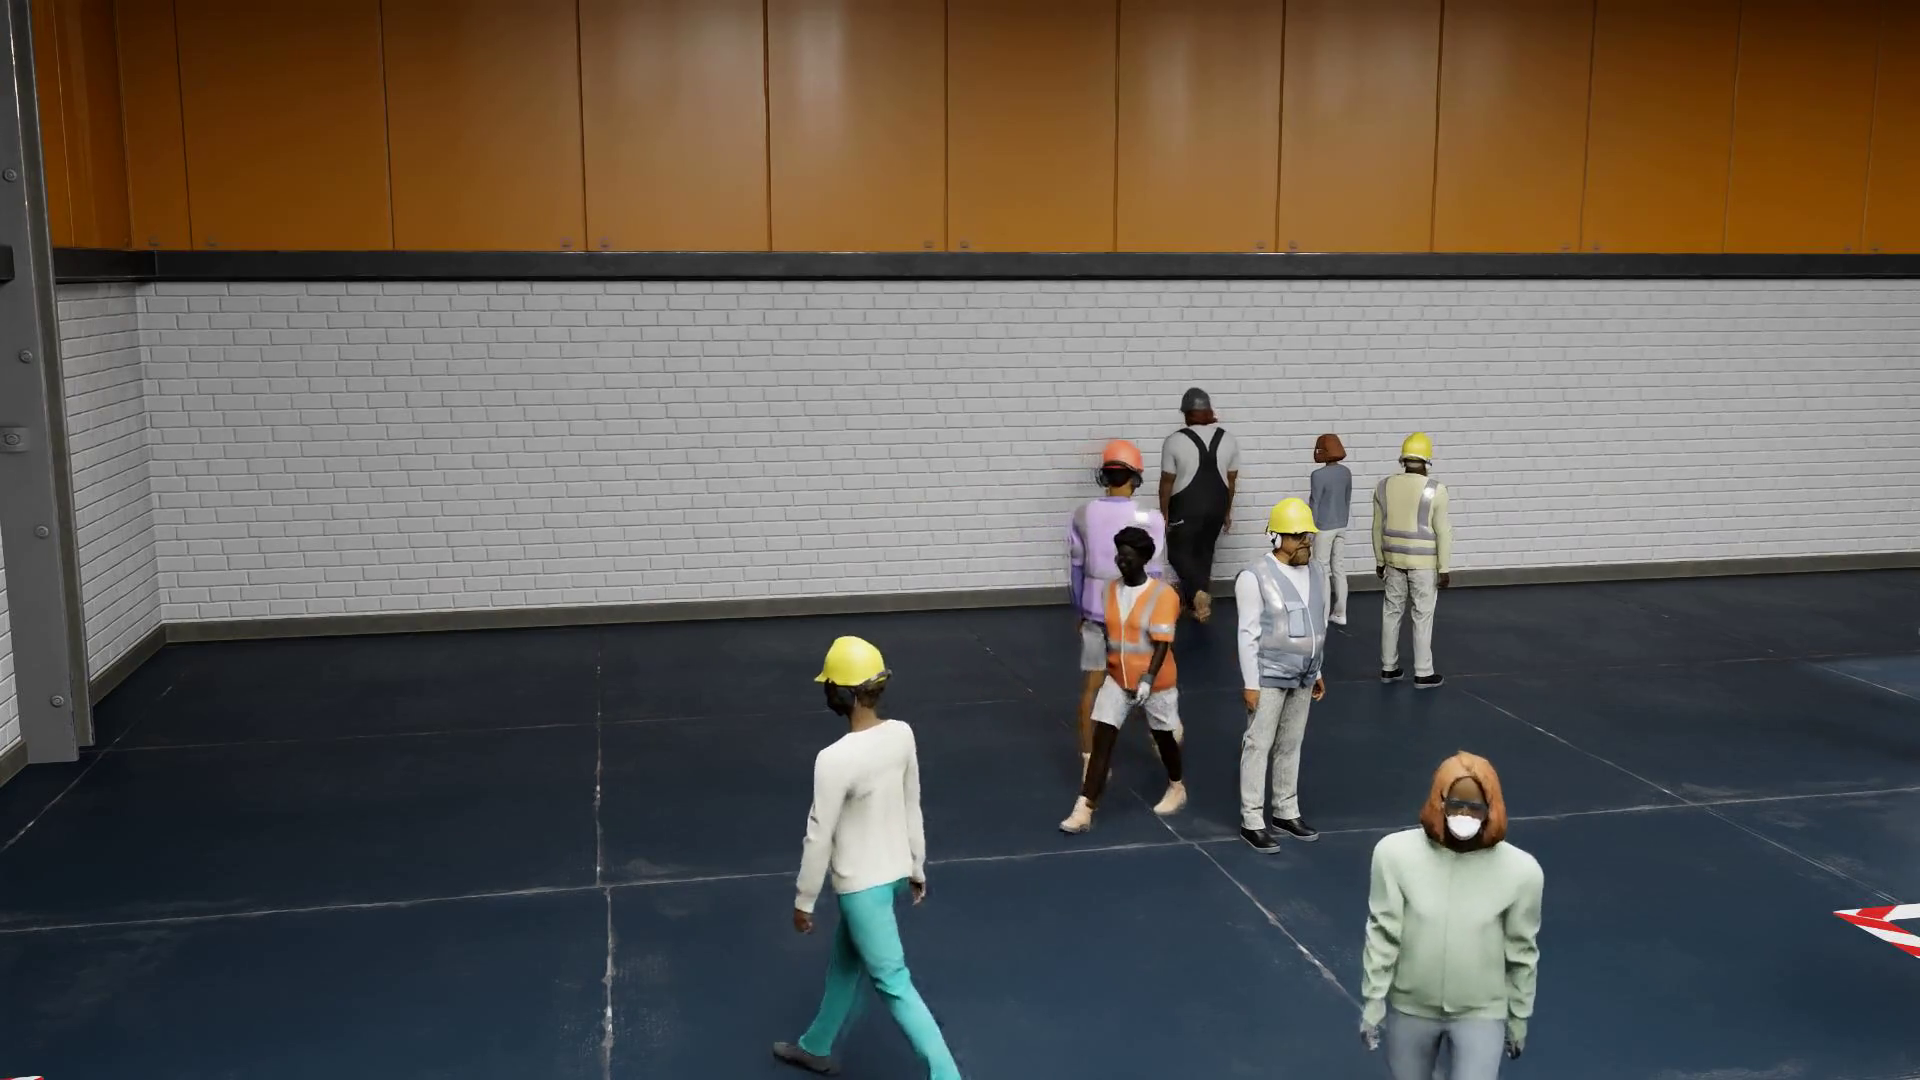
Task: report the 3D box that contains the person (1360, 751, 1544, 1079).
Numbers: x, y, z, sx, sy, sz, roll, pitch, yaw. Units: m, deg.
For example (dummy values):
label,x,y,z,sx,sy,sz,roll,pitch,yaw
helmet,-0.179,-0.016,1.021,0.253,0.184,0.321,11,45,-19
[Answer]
label,x,y,z,sx,sy,sz,roll,pitch,yaw
person,1.468,1.390,4.997,0.501,1.612,0.694,3,10,19

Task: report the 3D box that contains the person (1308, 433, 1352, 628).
label,x,y,z,sx,sy,sz,roll,pitch,yaw
person,3.083,-0.079,13.925,0.494,1.624,0.281,-8,12,-41

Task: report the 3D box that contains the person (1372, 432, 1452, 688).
label,x,y,z,sx,sy,sz,roll,pitch,yaw
person,3.253,0.143,11.933,0.601,1.831,0.404,9,13,43

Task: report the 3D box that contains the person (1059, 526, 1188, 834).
label,x,y,z,sx,sy,sz,roll,pitch,yaw
person,0.951,0.733,8.900,0.533,1.650,0.882,8,12,39

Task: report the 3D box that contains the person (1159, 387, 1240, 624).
label,x,y,z,sx,sy,sz,roll,pitch,yaw
person,2.000,-0.287,13.924,0.689,2.000,0.776,-3,10,-16

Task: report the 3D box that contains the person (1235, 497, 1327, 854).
label,x,y,z,sx,sy,sz,roll,pitch,yaw
person,1.682,0.687,8.618,0.587,1.835,0.404,-7,11,-35

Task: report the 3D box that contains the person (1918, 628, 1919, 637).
label,x,y,z,sx,sy,sz,roll,pitch,yaw
person,6.027,0.474,9.827,0.446,1.870,0.585,-9,13,-43

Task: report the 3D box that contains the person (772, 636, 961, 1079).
label,x,y,z,sx,sy,sz,roll,pitch,yaw
person,-0.313,1.193,5.900,0.946,1.716,0.535,5,11,30

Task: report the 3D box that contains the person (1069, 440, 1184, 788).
label,x,y,z,sx,sy,sz,roll,pitch,yaw
person,0.980,0.410,9.830,0.628,1.987,1.020,5,11,30
